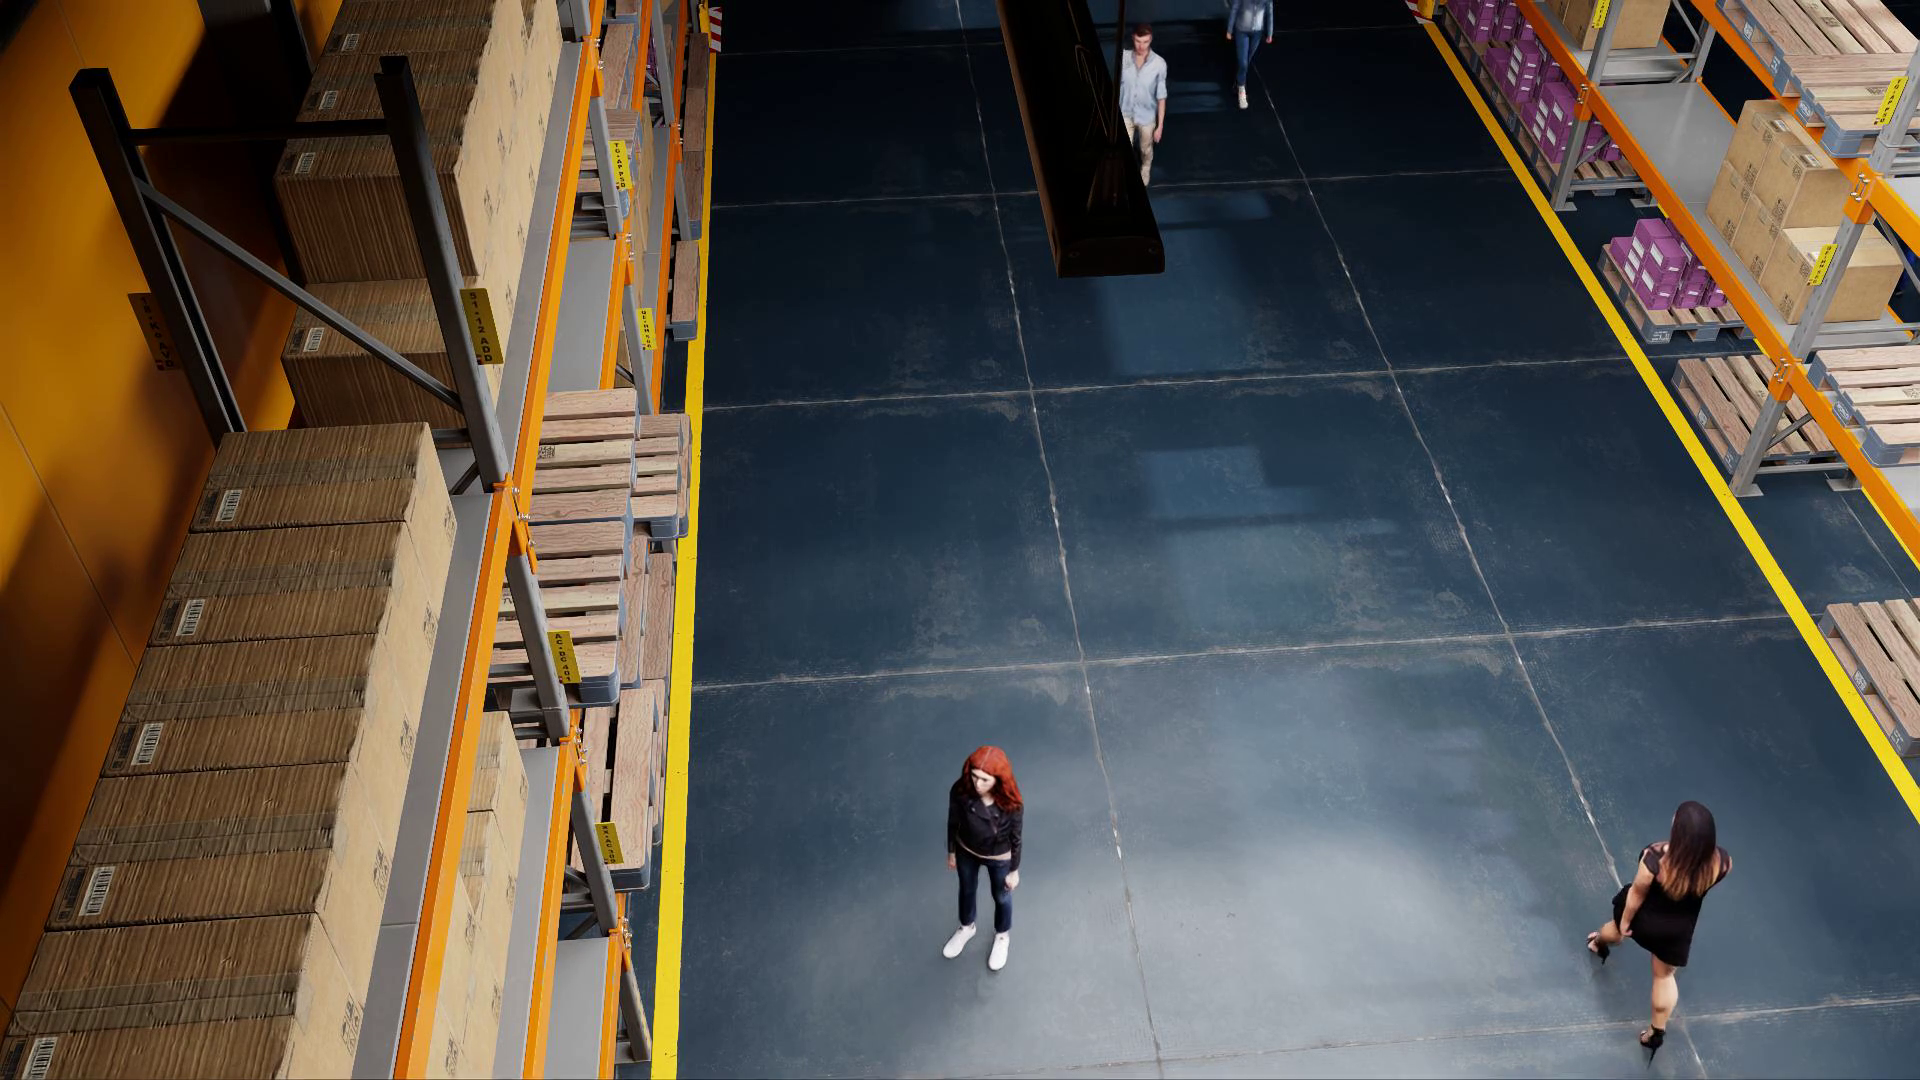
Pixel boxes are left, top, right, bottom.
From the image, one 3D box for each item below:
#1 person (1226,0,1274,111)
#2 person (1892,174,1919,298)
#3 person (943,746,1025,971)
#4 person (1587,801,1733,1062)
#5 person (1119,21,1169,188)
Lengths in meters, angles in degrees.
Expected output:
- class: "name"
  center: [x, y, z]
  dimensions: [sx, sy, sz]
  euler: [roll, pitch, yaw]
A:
- class: "person"
  center: [2.866, -5.130, 16.635]
  dimensions: [0.649, 1.463, 0.777]
  euler: [-9, 44, -10]
- class: "person"
  center: [8.211, -2.866, 13.965]
  dimensions: [0.719, 1.870, 0.665]
  euler: [-5, 44, -5]
- class: "person"
  center: [0.140, 1.747, 9.183]
  dimensions: [0.657, 1.786, 0.665]
  euler: [15, 46, 15]
- class: "person"
  center: [3.785, 2.099, 8.897]
  dimensions: [0.746, 1.671, 1.087]
  euler: [2, 44, 2]
- class: "person"
  center: [1.627, -3.865, 15.059]
  dimensions: [0.926, 1.807, 1.315]
  euler: [9, 44, 9]
